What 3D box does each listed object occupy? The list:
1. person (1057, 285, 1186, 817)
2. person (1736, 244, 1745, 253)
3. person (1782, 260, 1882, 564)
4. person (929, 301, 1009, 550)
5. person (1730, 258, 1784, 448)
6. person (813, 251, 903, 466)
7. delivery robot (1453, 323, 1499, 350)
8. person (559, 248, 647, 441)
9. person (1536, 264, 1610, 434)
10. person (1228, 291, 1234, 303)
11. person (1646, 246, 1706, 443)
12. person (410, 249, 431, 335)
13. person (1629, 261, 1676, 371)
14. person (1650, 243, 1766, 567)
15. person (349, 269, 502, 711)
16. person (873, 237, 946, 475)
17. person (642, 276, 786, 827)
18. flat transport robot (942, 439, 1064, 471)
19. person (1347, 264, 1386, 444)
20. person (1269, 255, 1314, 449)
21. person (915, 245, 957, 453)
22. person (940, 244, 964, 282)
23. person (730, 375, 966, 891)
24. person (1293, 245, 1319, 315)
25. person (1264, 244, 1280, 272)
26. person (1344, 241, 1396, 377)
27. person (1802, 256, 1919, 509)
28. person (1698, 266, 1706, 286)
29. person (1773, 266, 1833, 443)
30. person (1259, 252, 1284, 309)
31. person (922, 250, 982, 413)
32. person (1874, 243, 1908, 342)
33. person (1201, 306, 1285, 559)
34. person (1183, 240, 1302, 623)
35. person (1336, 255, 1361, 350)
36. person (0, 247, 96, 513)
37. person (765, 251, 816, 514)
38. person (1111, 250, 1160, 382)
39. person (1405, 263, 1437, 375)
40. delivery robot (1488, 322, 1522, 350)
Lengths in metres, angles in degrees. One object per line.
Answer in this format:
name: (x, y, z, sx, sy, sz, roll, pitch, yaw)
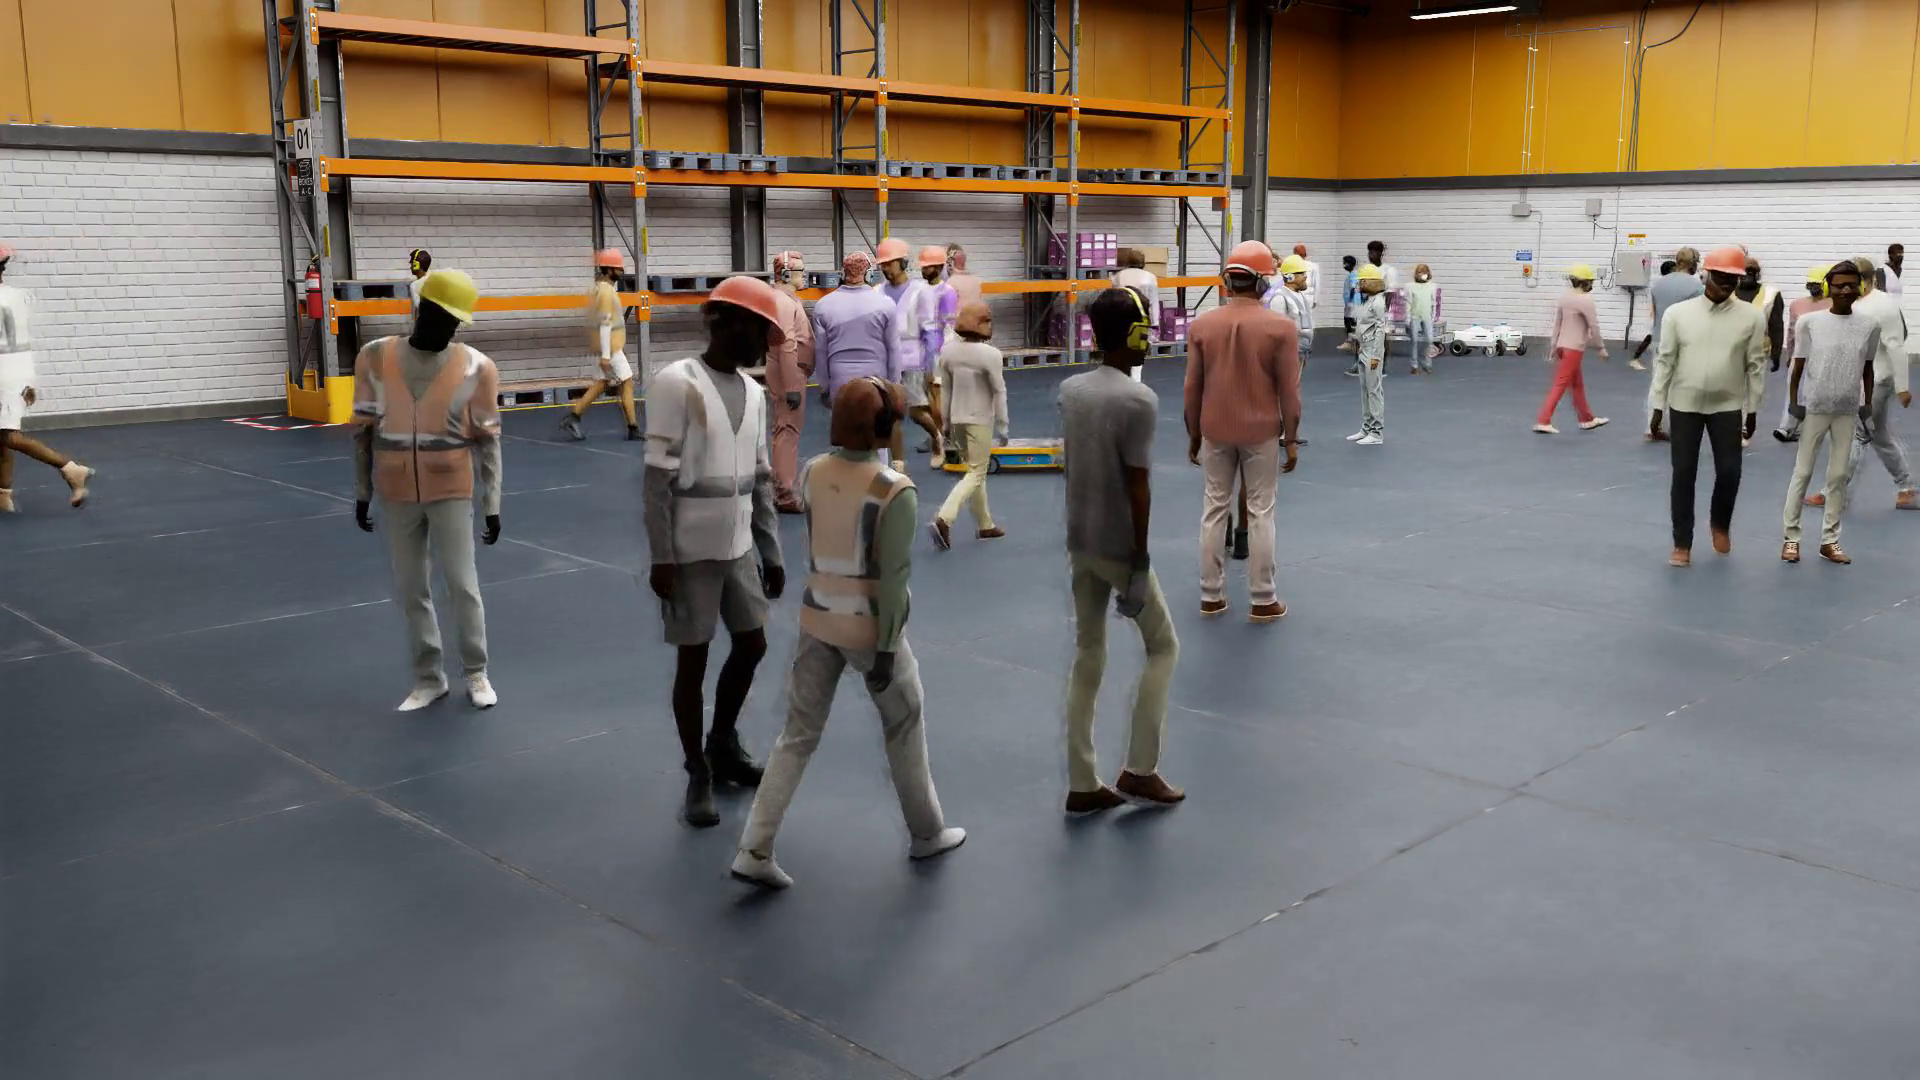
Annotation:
person: (0.564, 0.043, 5.840, 0.602, 1.849, 0.499, -9, 14, -41)
person: (12.178, -3.738, 26.367, 0.852, 1.873, 0.668, 5, 12, 26)
person: (5.383, -0.778, 10.270, 0.514, 1.866, 0.327, 2, 11, 10)
person: (0.057, -0.749, 10.825, 0.508, 1.603, 0.767, 9, 14, 41)
person: (7.362, -1.731, 15.628, 0.646, 1.793, 0.938, 5, 12, 27)
person: (-0.727, -1.131, 12.078, 0.643, 1.909, 0.410, 2, 11, 8)
delivery robot: (8.642, -3.393, 27.844, 0.707, 0.478, 0.477, 6, 12, 31)
person: (-3.493, -1.901, 16.302, 0.912, 1.909, 0.553, -3, 11, -15)
person: (6.309, -1.943, 17.014, 0.890, 1.723, 0.535, -2, 11, -9)
person: (2.581, -1.538, 15.133, 0.844, 1.596, 0.493, -9, 13, -39)
person: (6.995, -1.893, 16.203, 0.584, 1.915, 0.657, -5, 12, -27)
person: (-5.751, -2.173, 17.860, 0.328, 1.872, 0.514, 2, 11, 11)
person: (10.420, -3.319, 24.706, 0.884, 1.651, 0.544, 10, 14, 42)
person: (4.570, -0.821, 10.206, 0.646, 1.981, 0.433, 4, 11, 20)
person: (-2.251, -0.191, 7.080, 0.631, 1.897, 0.371, -1, 10, -3)
person: (-0.417, -1.449, 13.567, 0.614, 2.014, 0.763, 6, 12, 28)
person: (-0.877, 0.034, 5.820, 0.394, 1.886, 0.642, 8, 13, 37)
flat transport robot: (0.543, -0.744, 14.432, 1.431, 0.197, 0.652, -1, 10, -5)
person: (3.973, -1.804, 16.195, 0.313, 1.743, 0.493, 0, 10, -2)
person: (3.157, -1.786, 15.840, 0.404, 1.837, 0.594, 6, 12, 31)
person: (-0.252, -1.783, 15.561, 0.413, 1.934, 0.572, -7, 12, -32)
person: (-0.155, -3.155, 23.162, 0.369, 1.900, 0.710, -4, 11, -20)
person: (-0.358, 0.290, 5.172, 0.511, 1.598, 0.860, 9, 13, 39)
person: (5.734, -4.029, 28.009, 0.606, 1.858, 0.518, 0, 10, 0)
person: (5.086, -4.055, 28.141, 0.661, 1.859, 0.574, -9, 14, -41)
person: (5.795, -3.256, 23.562, 0.816, 1.936, 0.642, -8, 13, -36)
person: (6.781, -1.150, 12.297, 0.856, 1.885, 0.644, 2, 11, 12)
person: (11.218, -3.353, 25.067, 0.516, 1.583, 0.888, -3, 11, -15)
person: (8.251, -1.783, 16.118, 0.540, 1.714, 0.938, 10, 14, 43)
person: (4.167, -2.948, 22.257, 0.579, 1.810, 0.912, 2, 11, 11)
person: (-0.033, -2.293, 18.558, 0.993, 1.857, 0.664, 7, 12, 32)
person: (13.521, -3.336, 24.135, 0.596, 1.897, 0.600, -4, 11, -23)
person: (1.799, -0.852, 10.523, 0.564, 1.914, 0.584, 3, 11, 17)
person: (1.487, -0.562, 8.736, 0.622, 1.992, 0.396, 5, 12, 27)
person: (6.990, -4.174, 29.297, 0.581, 1.673, 0.571, 1, 10, 7)
person: (-6.787, -1.167, 12.010, 0.858, 2.015, 0.614, -2, 11, -11)
person: (-1.233, -1.149, 12.175, 0.408, 1.909, 0.642, -2, 11, -11)
person: (2.261, -2.805, 21.424, 0.624, 1.829, 0.443, 6, 12, 30)
person: (6.680, -3.184, 24.076, 0.499, 1.613, 0.586, -1, 10, -3)
delivery robot: (9.194, -3.449, 28.148, 0.477, 0.478, 0.707, -3, 11, -15)
